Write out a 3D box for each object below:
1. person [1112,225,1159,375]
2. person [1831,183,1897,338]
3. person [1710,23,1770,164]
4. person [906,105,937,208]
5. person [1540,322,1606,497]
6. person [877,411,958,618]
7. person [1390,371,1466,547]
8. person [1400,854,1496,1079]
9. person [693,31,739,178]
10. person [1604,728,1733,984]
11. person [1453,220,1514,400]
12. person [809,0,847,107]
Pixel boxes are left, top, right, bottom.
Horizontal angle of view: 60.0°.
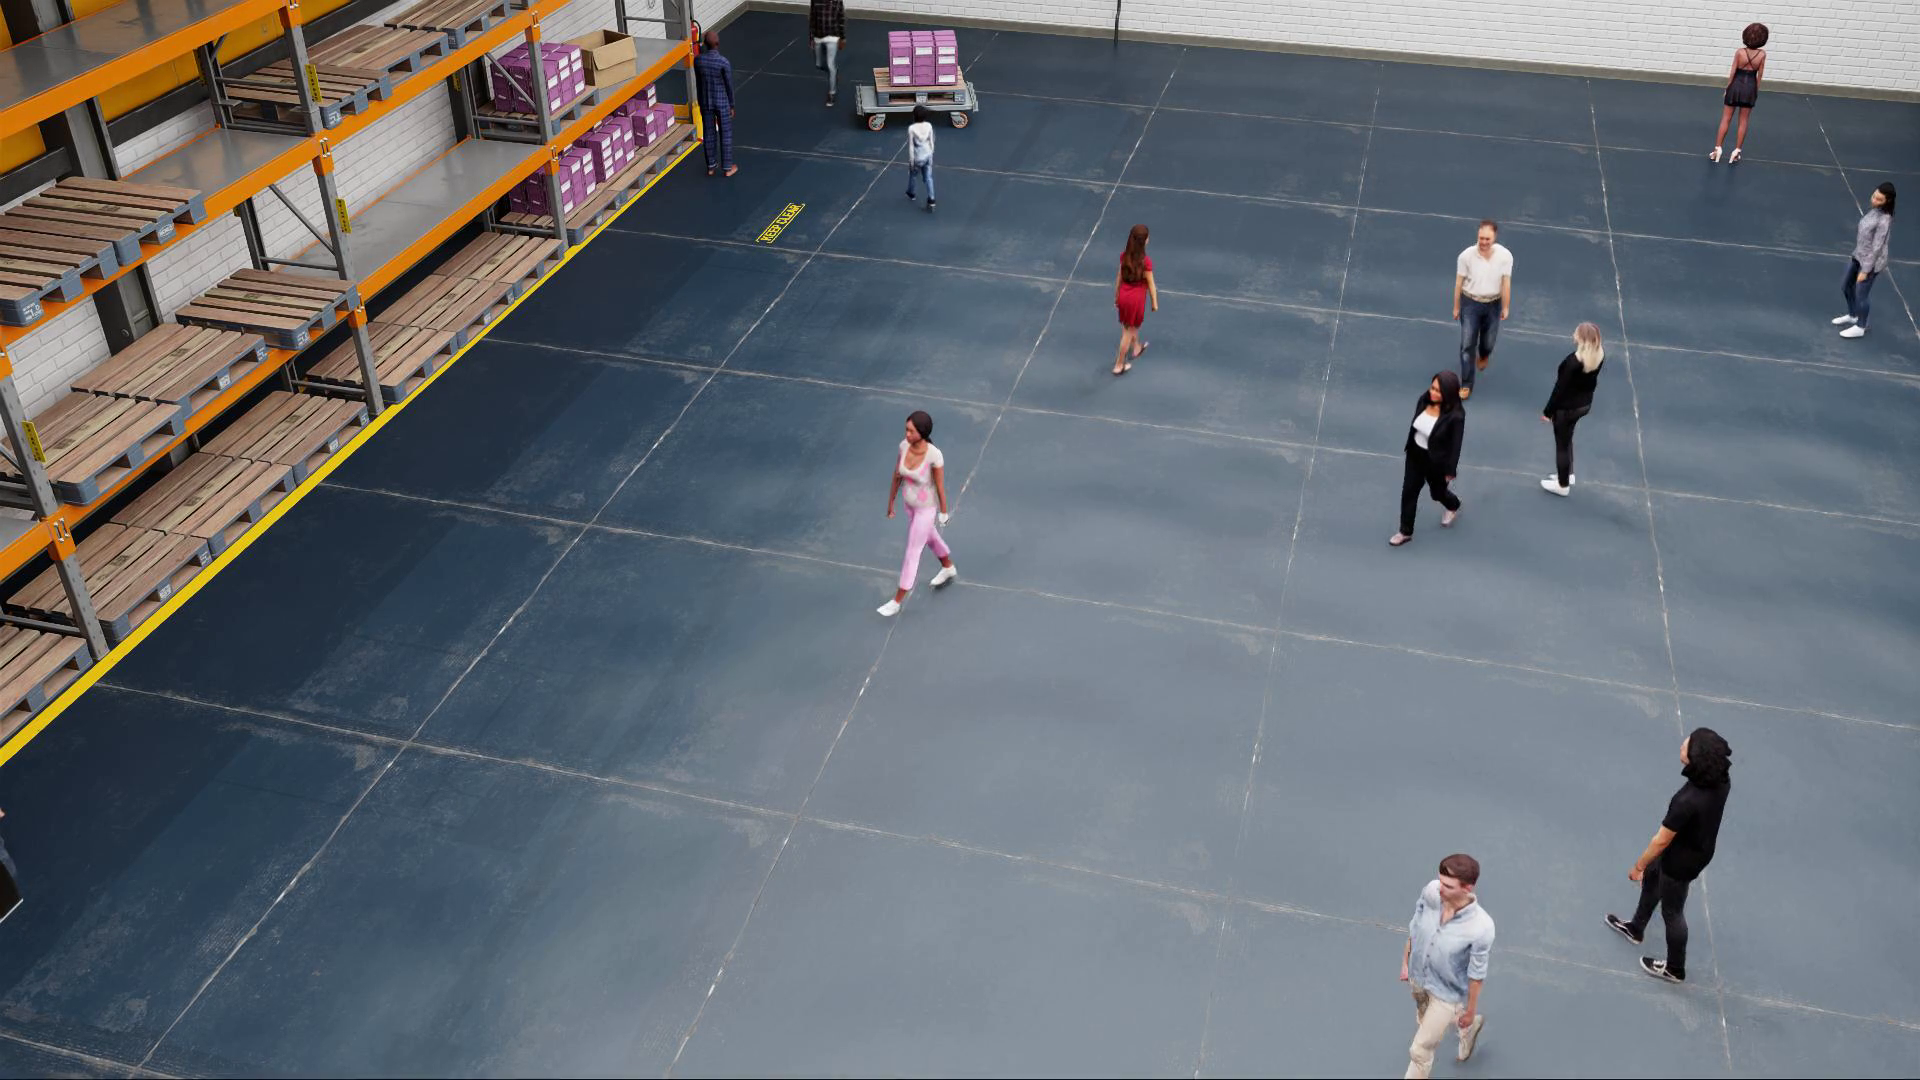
[{"bbox_3d":[1.667,-2.348,16.447,0.774,1.525,0.975,25,41,32],"label":"person"},{"bbox_3d":[9.364,-2.869,17.073,0.765,1.699,0.620,10,35,14],"label":"person"},{"bbox_3d":[9.991,-5.708,21.263,0.543,1.790,0.526,9,35,13],"label":"person"},{"bbox_3d":[-0.448,-4.622,20.127,0.785,1.238,0.912,-11,35,-17],"label":"person"},{"bbox_3d":[5.376,-1.088,14.417,0.677,1.673,0.765,-23,40,-31],"label":"person"},{"bbox_3d":[-0.252,-0.261,13.160,0.979,1.687,1.243,28,42,35],"label":"person"},{"bbox_3d":[3.996,-0.706,13.912,1.124,1.596,0.991,-25,41,-32],"label":"person"},{"bbox_3d":[2.684,2.382,9.069,1.201,1.815,1.128,-20,38,-27],"label":"person"},{"bbox_3d":[-3.078,-5.488,20.907,0.657,1.817,0.609,6,34,9],"label":"person"},{"bbox_3d":[4.336,1.901,9.792,0.922,1.815,0.953,-27,42,-34],"label":"person"},{"bbox_3d":[5.054,-2.289,16.086,0.786,1.825,0.980,10,35,14],"label":"person"},{"bbox_3d":[-1.836,-7.054,23.279,0.661,1.799,0.974,8,35,12],"label":"person"}]
